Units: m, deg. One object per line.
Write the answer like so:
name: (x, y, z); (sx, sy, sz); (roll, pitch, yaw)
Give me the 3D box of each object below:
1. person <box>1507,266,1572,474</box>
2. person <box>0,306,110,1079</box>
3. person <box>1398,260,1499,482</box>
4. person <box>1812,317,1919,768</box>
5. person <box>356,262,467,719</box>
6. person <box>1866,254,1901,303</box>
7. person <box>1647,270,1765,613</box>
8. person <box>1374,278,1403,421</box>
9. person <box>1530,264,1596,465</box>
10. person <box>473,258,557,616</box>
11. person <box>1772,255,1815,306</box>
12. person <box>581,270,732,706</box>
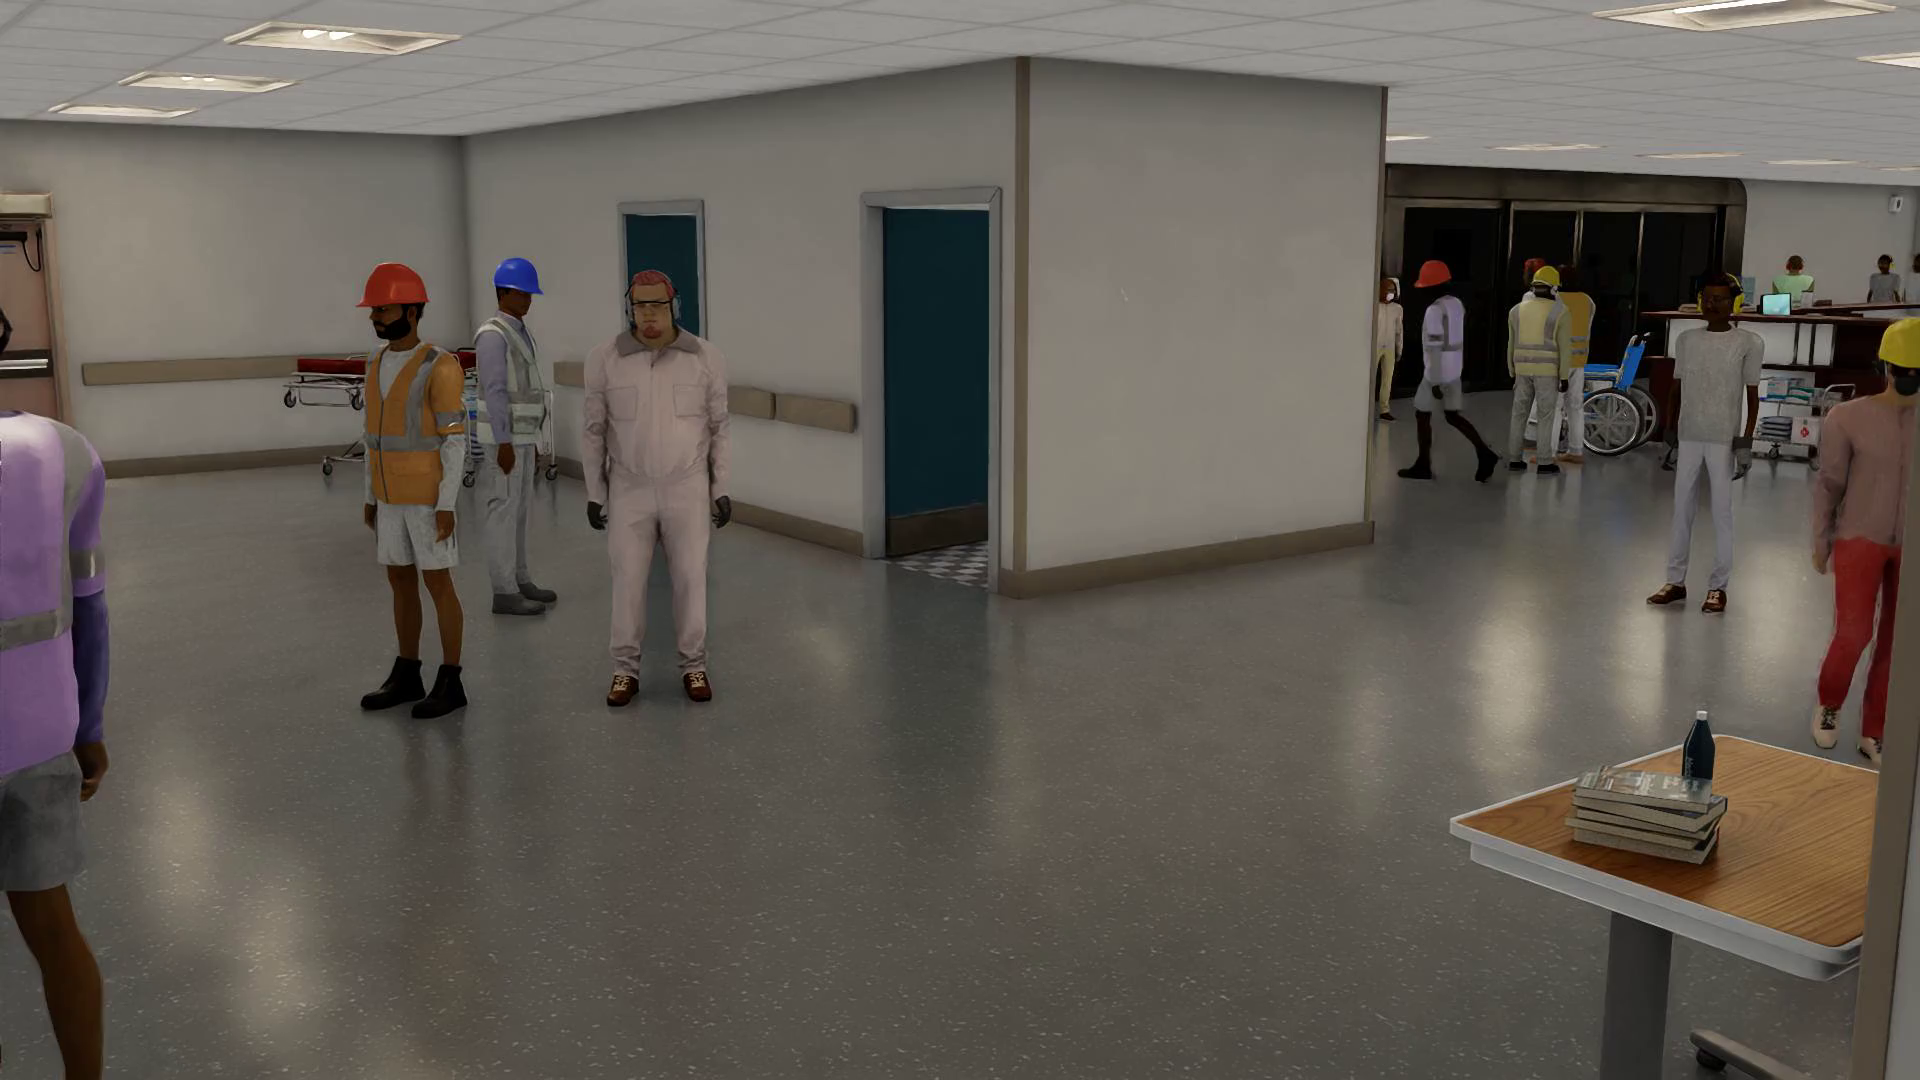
person: (5.112, -1.494, 14.677); (0.404, 1.825, 0.595); (-9, 14, -41)
person: (-2.040, 0.409, 3.436); (0.403, 2.031, 0.614); (4, 11, 20)
person: (4.133, -1.408, 14.014); (0.578, 1.888, 0.834); (-9, 14, -42)
person: (3.570, 0.021, 6.380); (0.519, 1.747, 0.371); (2, 10, 10)
person: (-2.358, -0.204, 7.111); (0.542, 1.939, 0.362); (6, 12, 30)
person: (15.235, -3.783, 27.441); (0.594, 1.847, 0.569); (-8, 13, -37)
person: (4.114, -0.538, 9.168); (0.328, 1.875, 0.513); (-10, 14, -43)
person: (4.814, -2.159, 18.953); (0.505, 1.628, 0.286); (-3, 10, -14)
person: (5.502, -1.595, 15.224); (0.625, 1.835, 0.431); (-5, 11, -25)
person: (-2.449, -0.568, 9.144); (0.402, 1.942, 0.603); (0, 10, 1)
person: (12.340, -3.297, 24.706); (0.575, 1.841, 0.375); (4, 11, 22)
person: (-1.321, -0.219, 7.290); (0.649, 1.906, 0.401); (-2, 10, -10)
